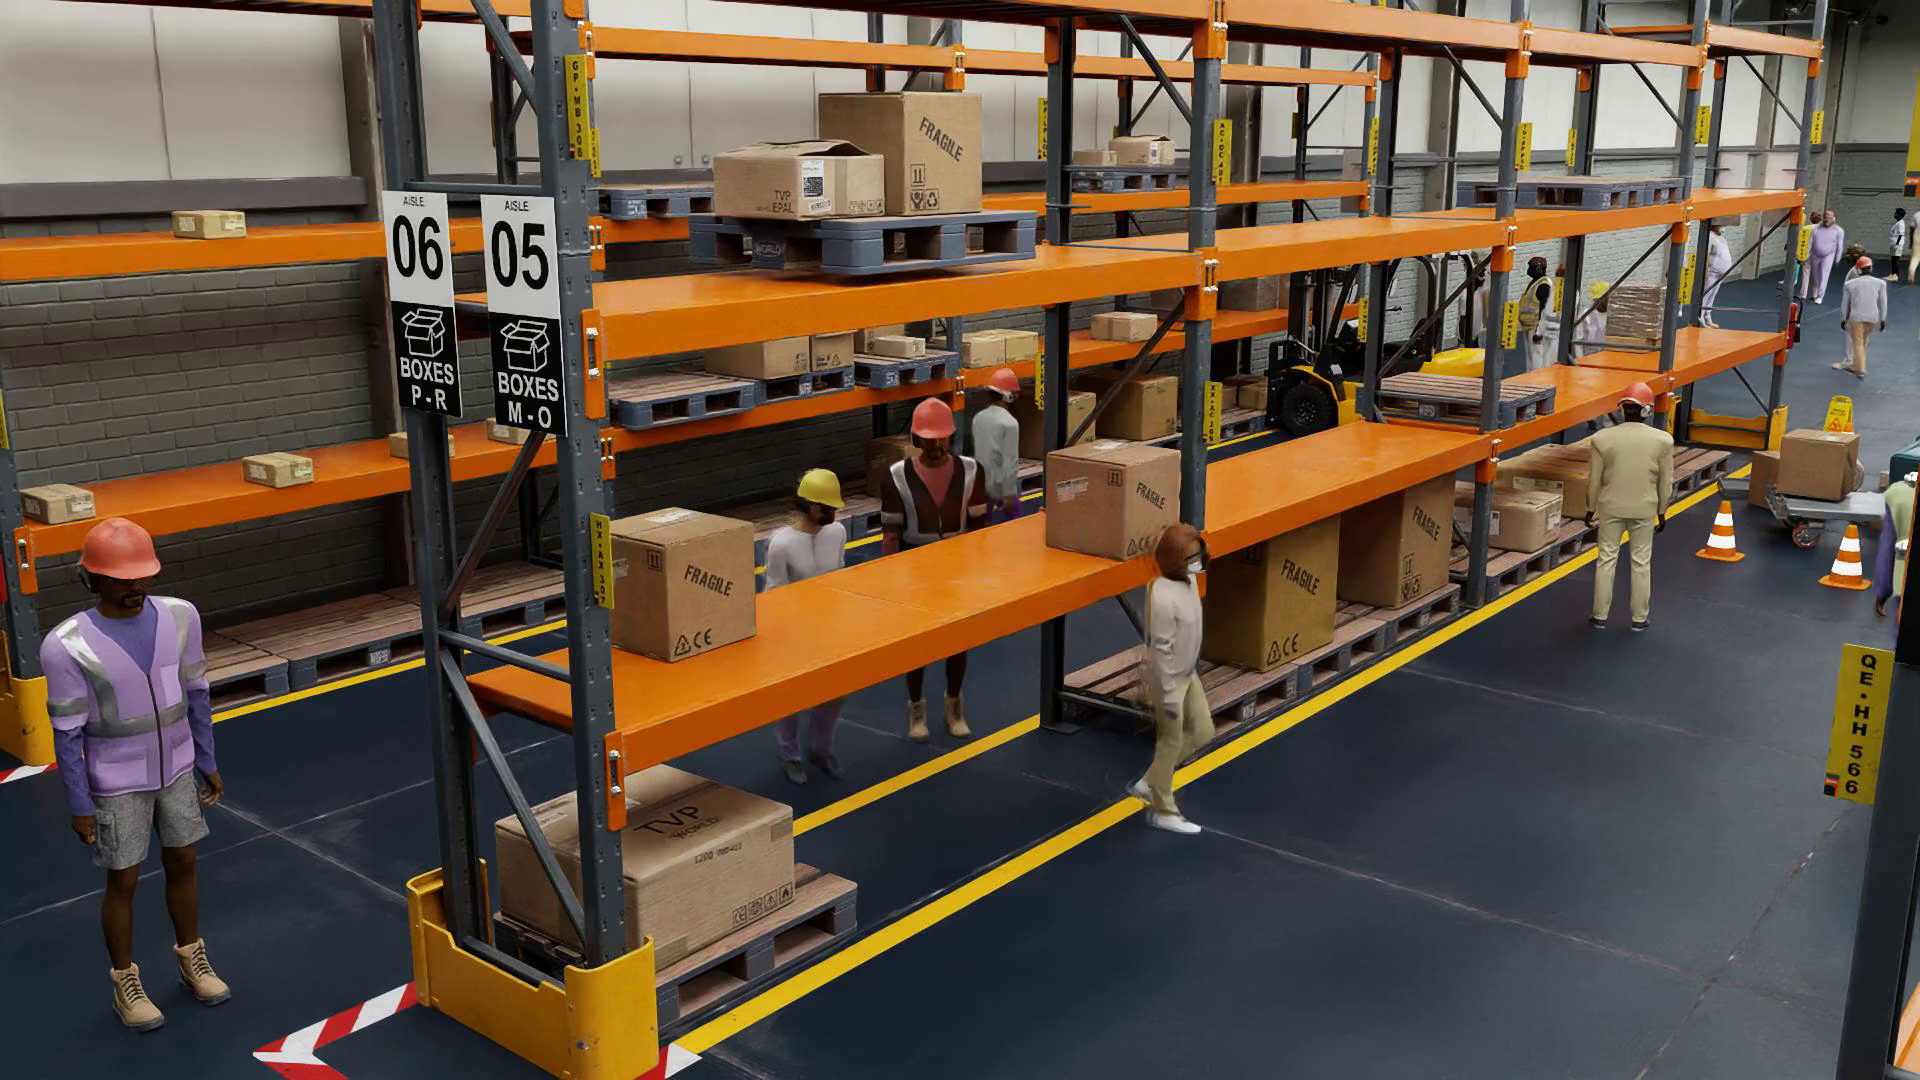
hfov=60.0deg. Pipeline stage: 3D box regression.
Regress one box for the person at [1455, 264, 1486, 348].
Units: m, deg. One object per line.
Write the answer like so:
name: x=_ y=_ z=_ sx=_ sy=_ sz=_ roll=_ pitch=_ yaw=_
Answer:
person: x=6.264 y=-2.458 z=20.463 sx=0.328 sy=1.861 sz=0.502 roll=10 pitch=17 yaw=34

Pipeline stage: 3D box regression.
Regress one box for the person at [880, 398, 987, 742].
person: x=-0.141 y=0.191 z=9.370 sx=0.618 sy=2.018 sz=0.517 roll=-4 pitch=14 yaw=-15

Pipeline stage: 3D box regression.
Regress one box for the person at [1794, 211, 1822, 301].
person: x=17.592 y=-5.859 z=34.324 sx=0.565 sy=1.846 sz=0.389 roll=-1 pitch=14 yaw=-4

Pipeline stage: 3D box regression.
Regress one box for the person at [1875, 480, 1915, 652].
person: x=5.328 y=0.309 z=9.109 sx=0.592 sy=1.903 sz=0.467 roll=10 pitch=17 yaw=35

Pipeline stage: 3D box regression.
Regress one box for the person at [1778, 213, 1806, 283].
person: x=19.176 y=-6.852 z=38.229 sx=0.587 sy=1.915 sz=0.391 roll=-11 pitch=18 yaw=-38

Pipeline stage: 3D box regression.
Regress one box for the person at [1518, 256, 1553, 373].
person: x=7.560 y=-2.805 z=21.901 sx=0.430 sy=1.843 sz=0.626 roll=1 pitch=14 yaw=5

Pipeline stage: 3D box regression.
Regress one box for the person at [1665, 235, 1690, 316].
person: x=13.496 y=-5.138 z=31.349 sx=0.517 sy=1.868 sz=0.328 roll=-10 pitch=17 yaw=-36

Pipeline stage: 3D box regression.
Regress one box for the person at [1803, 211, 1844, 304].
person: x=17.629 y=-5.775 z=33.949 sx=0.640 sy=1.867 sz=0.949 roll=13 pitch=19 yaw=42

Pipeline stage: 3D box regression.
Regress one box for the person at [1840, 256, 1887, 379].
person: x=12.844 y=-3.159 z=23.635 sx=0.564 sy=1.707 sz=0.842 roll=2 pitch=14 yaw=8

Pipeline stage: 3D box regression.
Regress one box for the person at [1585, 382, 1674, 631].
person: x=4.661 y=-0.232 z=11.620 sx=0.561 sy=1.745 sz=0.339 roll=5 pitch=15 yaw=21

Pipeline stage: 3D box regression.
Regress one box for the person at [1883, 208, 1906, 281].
person: x=21.921 y=-6.918 z=38.948 sx=0.318 sy=1.697 sz=0.535 roll=4 pitch=14 yaw=17

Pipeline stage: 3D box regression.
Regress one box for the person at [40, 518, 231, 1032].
person: x=-3.149 y=0.902 z=6.427 sx=0.410 sy=2.035 sz=0.601 roll=9 pitch=17 yaw=34

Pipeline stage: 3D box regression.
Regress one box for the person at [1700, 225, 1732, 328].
person: x=13.310 y=-4.735 z=29.347 sx=0.535 sy=2.000 sz=0.686 roll=13 pitch=19 yaw=42

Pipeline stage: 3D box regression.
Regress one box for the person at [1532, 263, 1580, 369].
person: x=7.448 y=-2.532 z=20.755 sx=0.589 sy=1.857 sz=0.677 roll=-2 pitch=14 yaw=-9

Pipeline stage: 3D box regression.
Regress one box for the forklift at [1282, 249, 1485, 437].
forklift: x=4.886 y=-2.214 z=18.767 sx=2.313 sy=2.155 sz=1.214 roll=11 pitch=18 yaw=38

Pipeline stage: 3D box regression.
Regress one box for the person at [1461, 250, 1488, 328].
person: x=7.201 y=-3.147 z=23.361 sx=0.394 sy=1.811 sz=0.581 roll=-2 pitch=14 yaw=-7

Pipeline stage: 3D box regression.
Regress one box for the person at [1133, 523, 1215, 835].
person: x=1.072 y=0.691 z=8.129 sx=0.342 sy=1.609 sz=0.510 roll=7 pitch=15 yaw=25

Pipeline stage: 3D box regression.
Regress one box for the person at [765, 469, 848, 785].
person: x=-0.814 y=0.470 z=8.778 sx=0.548 sy=1.735 sz=0.486 roll=-10 pitch=17 yaw=-34

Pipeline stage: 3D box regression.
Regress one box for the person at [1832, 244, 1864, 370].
person: x=13.046 y=-3.396 z=24.329 sx=0.342 sy=1.839 sz=0.501 roll=6 pitch=15 yaw=24

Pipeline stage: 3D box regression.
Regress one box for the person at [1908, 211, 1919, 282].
person: x=21.981 y=-6.824 z=37.852 sx=0.688 sy=2.000 sz=0.767 roll=11 pitch=17 yaw=37

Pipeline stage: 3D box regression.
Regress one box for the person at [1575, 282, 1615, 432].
person: x=7.351 y=-2.074 z=19.064 sx=0.585 sy=1.787 sz=0.898 roll=7 pitch=15 yaw=27
